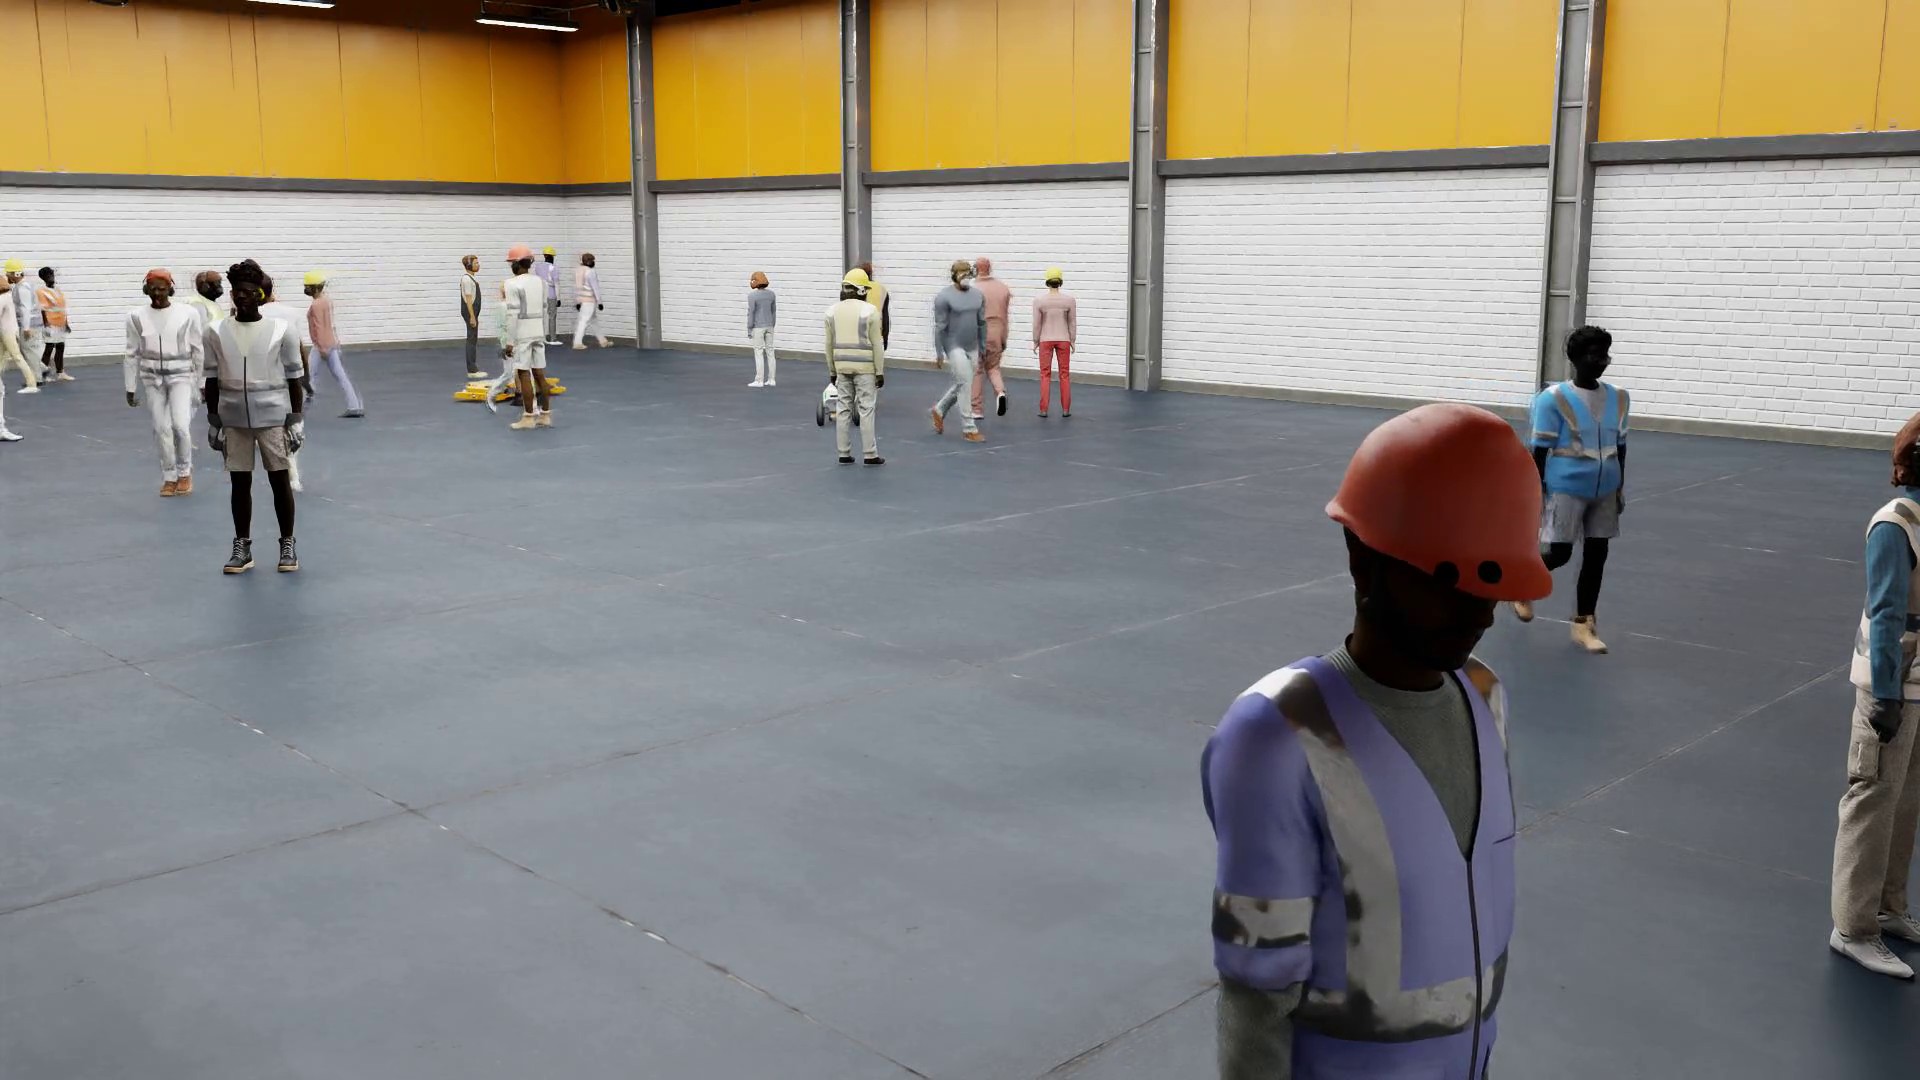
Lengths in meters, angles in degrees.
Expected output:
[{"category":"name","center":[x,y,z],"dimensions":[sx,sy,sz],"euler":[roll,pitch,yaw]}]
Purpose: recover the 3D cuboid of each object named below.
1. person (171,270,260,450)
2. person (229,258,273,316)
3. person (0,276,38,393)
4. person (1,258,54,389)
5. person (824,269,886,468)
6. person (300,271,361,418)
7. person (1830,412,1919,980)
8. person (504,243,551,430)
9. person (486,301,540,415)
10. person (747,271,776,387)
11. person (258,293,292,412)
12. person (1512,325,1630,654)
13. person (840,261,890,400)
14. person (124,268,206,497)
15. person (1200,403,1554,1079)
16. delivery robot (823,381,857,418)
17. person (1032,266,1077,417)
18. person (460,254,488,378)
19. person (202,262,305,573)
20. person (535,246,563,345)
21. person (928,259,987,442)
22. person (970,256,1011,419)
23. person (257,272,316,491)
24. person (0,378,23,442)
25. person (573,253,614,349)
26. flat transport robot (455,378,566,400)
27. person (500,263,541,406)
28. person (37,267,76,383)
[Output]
[{"category":"person","center":[-7.468,-1.774,16.512],"dimensions":[0.972,1.802,0.617],"euler":[0,10,-1]},{"category":"person","center":[-8.647,-2.491,20.268],"dimensions":[0.524,1.850,0.738],"euler":[-7,13,-34]},{"category":"person","center":[-12.933,-2.763,22.419],"dimensions":[0.843,1.581,0.522],"euler":[-3,11,-15]},{"category":"person","center":[-13.033,-3.008,23.174],"dimensions":[0.448,1.809,0.618],"euler":[-6,12,-29]},{"category":"person","center":[-0.948,-1.576,15.331],"dimensions":[0.586,1.824,0.404],"euler":[5,12,26]},{"category":"person","center":[-7.460,-2.255,19.325],"dimensions":[0.930,1.711,0.537],"euler":[-1,10,-6]},{"category":"person","center":[2.772,0.436,4.862],"dimensions":[0.515,1.641,0.308],"euler":[-9,14,-41]},{"category":"person","center":[-4.778,-2.223,18.265],"dimensions":[0.395,2.039,0.614],"euler":[5,12,27]},{"category":"person","center":[-5.328,-2.292,19.814],"dimensions":[0.704,1.618,0.525],"euler":[5,12,27]},{"category":"person","center":[-2.805,-2.976,23.510],"dimensions":[0.278,1.628,0.499],"euler":[10,14,43]},{"category":"person","center":[-7.714,-2.017,18.377],"dimensions":[0.830,1.588,0.504],"euler":[0,10,-1]},{"category":"person","center":[3.180,-0.279,8.643],"dimensions":[0.540,1.682,0.582],"euler":[-2,11,-13]},{"category":"person","center":[-1.239,-2.482,20.328],"dimensions":[0.649,1.808,0.859],"euler":[-6,12,-31]},{"category":"person","center":[-6.466,-1.268,13.527],"dimensions":[0.614,1.865,0.491],"euler":[-2,11,-10]},{"category":"person","center":[0.560,0.780,2.199],"dimensions":[0.542,1.928,0.374],"euler":[-9,14,-40]},{"category":"delivery robot","center":[-1.357,-1.632,18.842],"dimensions":[0.477,0.478,0.707],"euler":[0,10,0]},{"category":"person","center":[1.105,-2.316,19.516],"dimensions":[0.525,1.772,0.303],"euler":[-1,10,-3]},{"category":"person","center":[-7.296,-3.346,24.921],"dimensions":[0.346,1.846,0.505],"euler":[-3,11,-14]},{"category":"person","center":[-4.466,-0.767,10.534],"dimensions":[0.607,1.965,0.367],"euler":[-2,11,-9]},{"category":"person","center":[-8.005,-4.757,32.426],"dimensions":[0.580,1.918,0.401],"euler":[6,12,29]},{"category":"person","center":[-0.049,-1.983,17.381],"dimensions":[0.639,1.905,0.830],"euler":[-9,14,-40]},{"category":"person","center":[0.288,-2.322,19.216],"dimensions":[0.648,1.886,0.542],"euler":[-5,12,-25]},{"category":"person","center":[-5.768,-1.331,13.967],"dimensions":[0.682,1.833,0.560],"euler":[9,14,41]},{"category":"person","center":[-9.978,-1.888,16.889],"dimensions":[0.784,1.875,0.668],"euler":[-1,10,-3]},{"category":"person","center":[-6.968,-4.498,31.368],"dimensions":[0.937,1.792,0.639],"euler":[-8,13,-36]},{"category":"flat transport robot","center":[-5.910,-2.006,21.910],"dimensions":[0.652,0.197,1.431],"euler":[5,12,25]},{"category":"person","center":[-5.475,-2.639,20.818],"dimensions":[0.542,1.938,0.357],"euler":[-6,12,-29]},{"category":"person","center":[-13.205,-3.116,24.169],"dimensions":[0.372,1.666,0.593],"euler":[1,10,4]}]
